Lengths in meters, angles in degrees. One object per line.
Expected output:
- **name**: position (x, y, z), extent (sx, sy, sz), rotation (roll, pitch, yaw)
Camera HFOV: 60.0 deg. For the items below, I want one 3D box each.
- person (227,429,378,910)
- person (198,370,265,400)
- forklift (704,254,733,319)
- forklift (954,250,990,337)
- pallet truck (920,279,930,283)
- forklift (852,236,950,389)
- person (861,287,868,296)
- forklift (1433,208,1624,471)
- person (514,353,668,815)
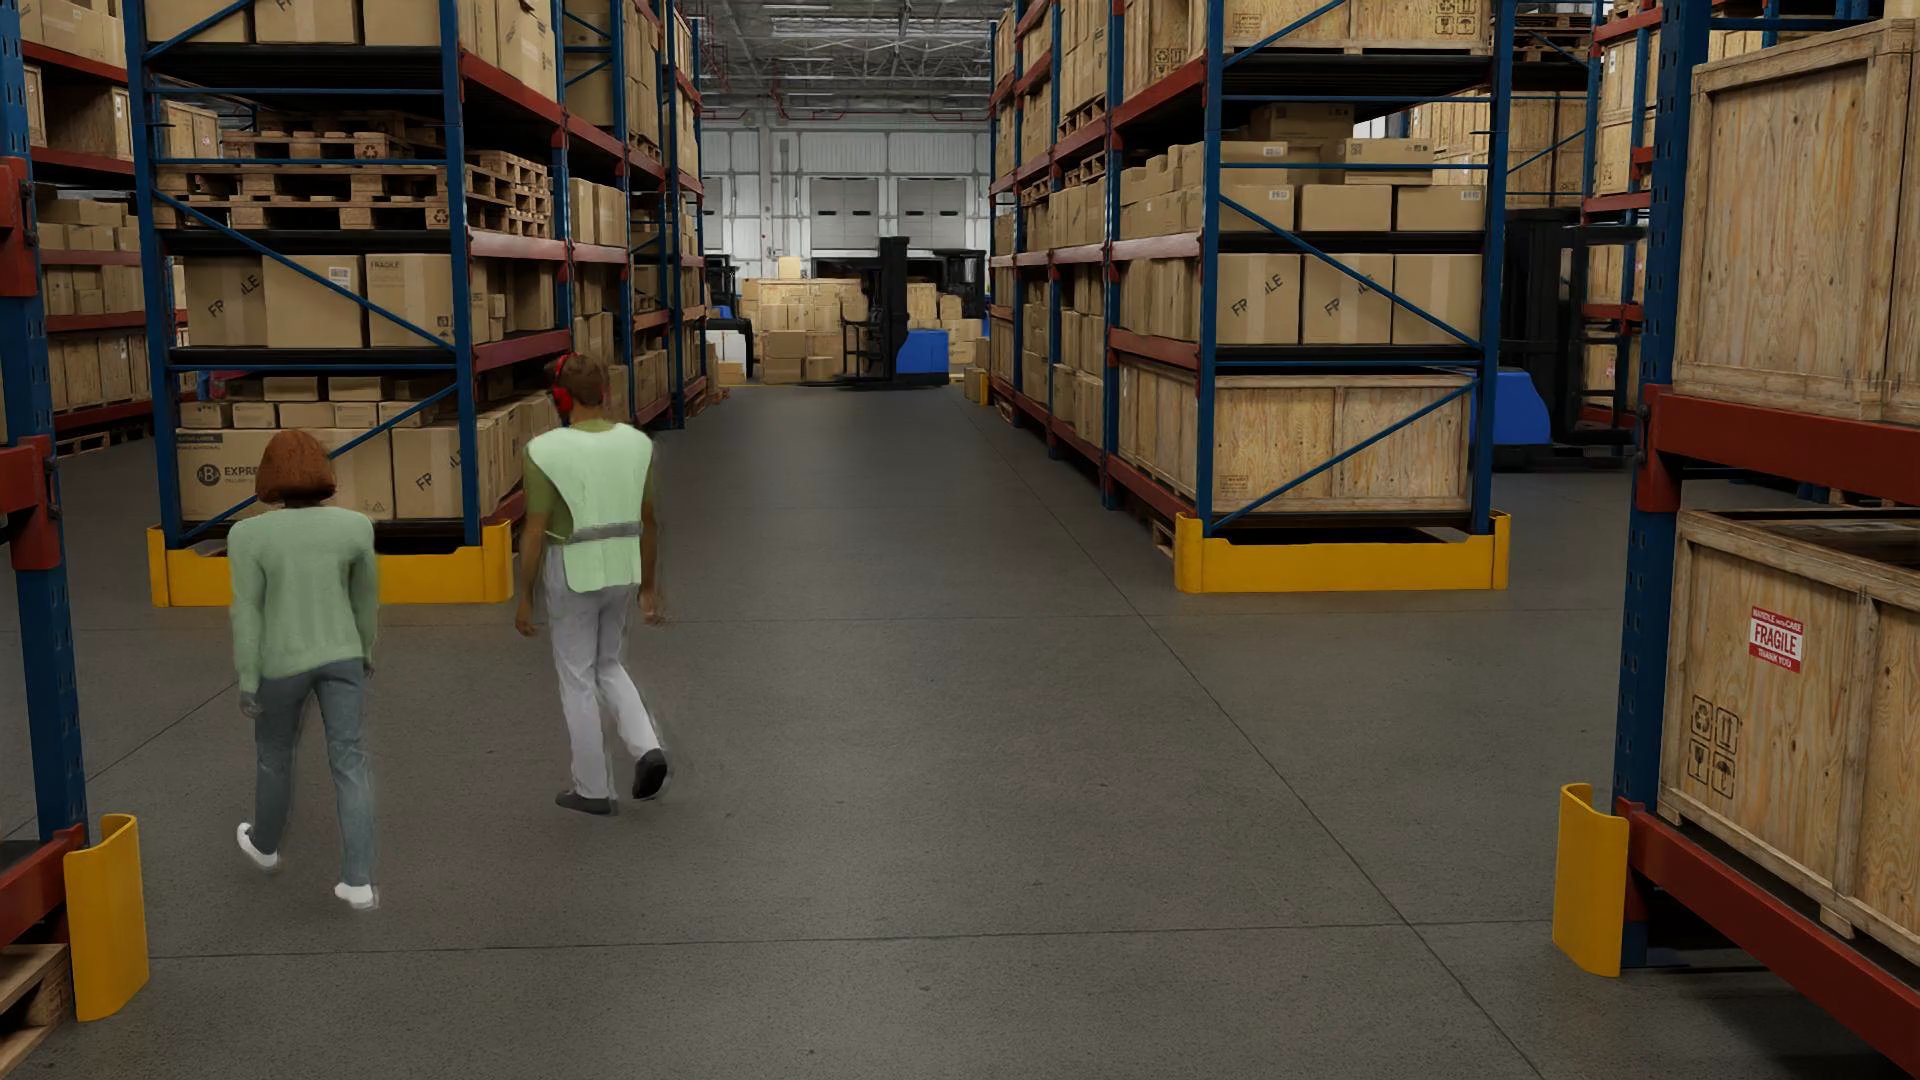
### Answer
- **person**: position (-2.253, 0.421, 5.694), extent (0.514, 1.596, 0.807), rotation (-7, 12, -38)
- **person**: position (-6.893, -1.305, 15.844), extent (0.635, 1.828, 0.702), rotation (-2, 9, -11)
- **forklift**: position (-8.207, -8.253, 56.154), extent (1.129, 2.768, 1.873), rotation (1, 9, 9)
- **forklift**: position (0.279, -6.743, 46.671), extent (1.129, 2.768, 1.873), rotation (7, 11, 37)
- **pallet truck**: position (-0.932, -8.922, 63.114), extent (1.885, 1.965, 0.823), rotation (2, 9, 13)
- **forklift**: position (-1.214, -4.246, 30.991), extent (1.873, 2.768, 1.129), rotation (-3, 9, -17)
- **person**: position (-3.523, -8.756, 63.114), extent (0.771, 1.664, 0.533), rotation (7, 11, 37)
- **forklift**: position (6.153, -2.197, 18.124), extent (1.873, 2.768, 1.129), rotation (-1, 9, -4)
- **person**: position (-1.426, 0.187, 6.472), extent (0.458, 1.820, 0.560), rotation (8, 12, 39)
